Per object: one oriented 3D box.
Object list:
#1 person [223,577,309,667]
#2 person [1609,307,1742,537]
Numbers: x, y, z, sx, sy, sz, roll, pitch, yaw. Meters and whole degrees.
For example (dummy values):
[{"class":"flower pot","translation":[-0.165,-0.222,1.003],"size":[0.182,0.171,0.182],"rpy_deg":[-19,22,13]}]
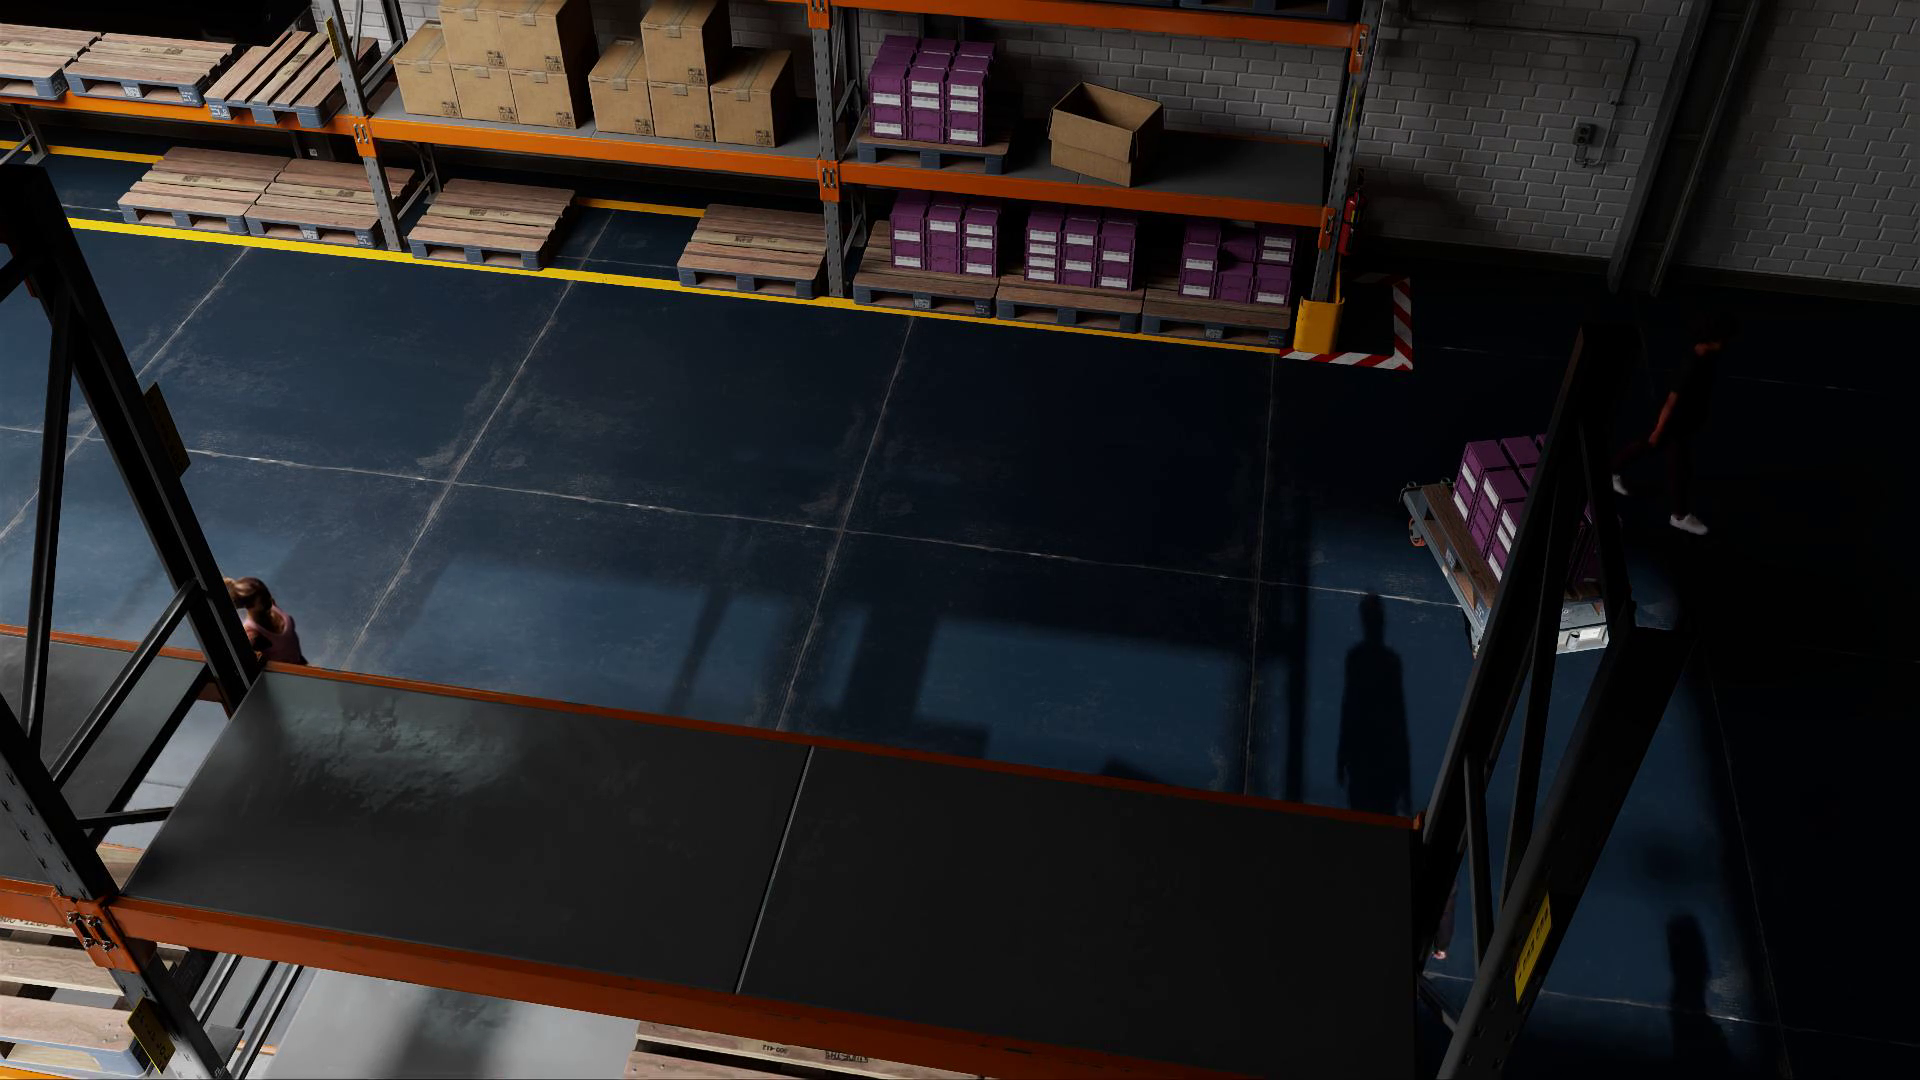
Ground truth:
[{"class":"person","translation":[-4.071,0.797,9.969],"size":[0.587,1.650,0.600],"rpy_deg":[-2,44,-3]},{"class":"person","translation":[4.965,-0.891,11.674],"size":[1.209,1.742,0.974],"rpy_deg":[27,50,26]}]
